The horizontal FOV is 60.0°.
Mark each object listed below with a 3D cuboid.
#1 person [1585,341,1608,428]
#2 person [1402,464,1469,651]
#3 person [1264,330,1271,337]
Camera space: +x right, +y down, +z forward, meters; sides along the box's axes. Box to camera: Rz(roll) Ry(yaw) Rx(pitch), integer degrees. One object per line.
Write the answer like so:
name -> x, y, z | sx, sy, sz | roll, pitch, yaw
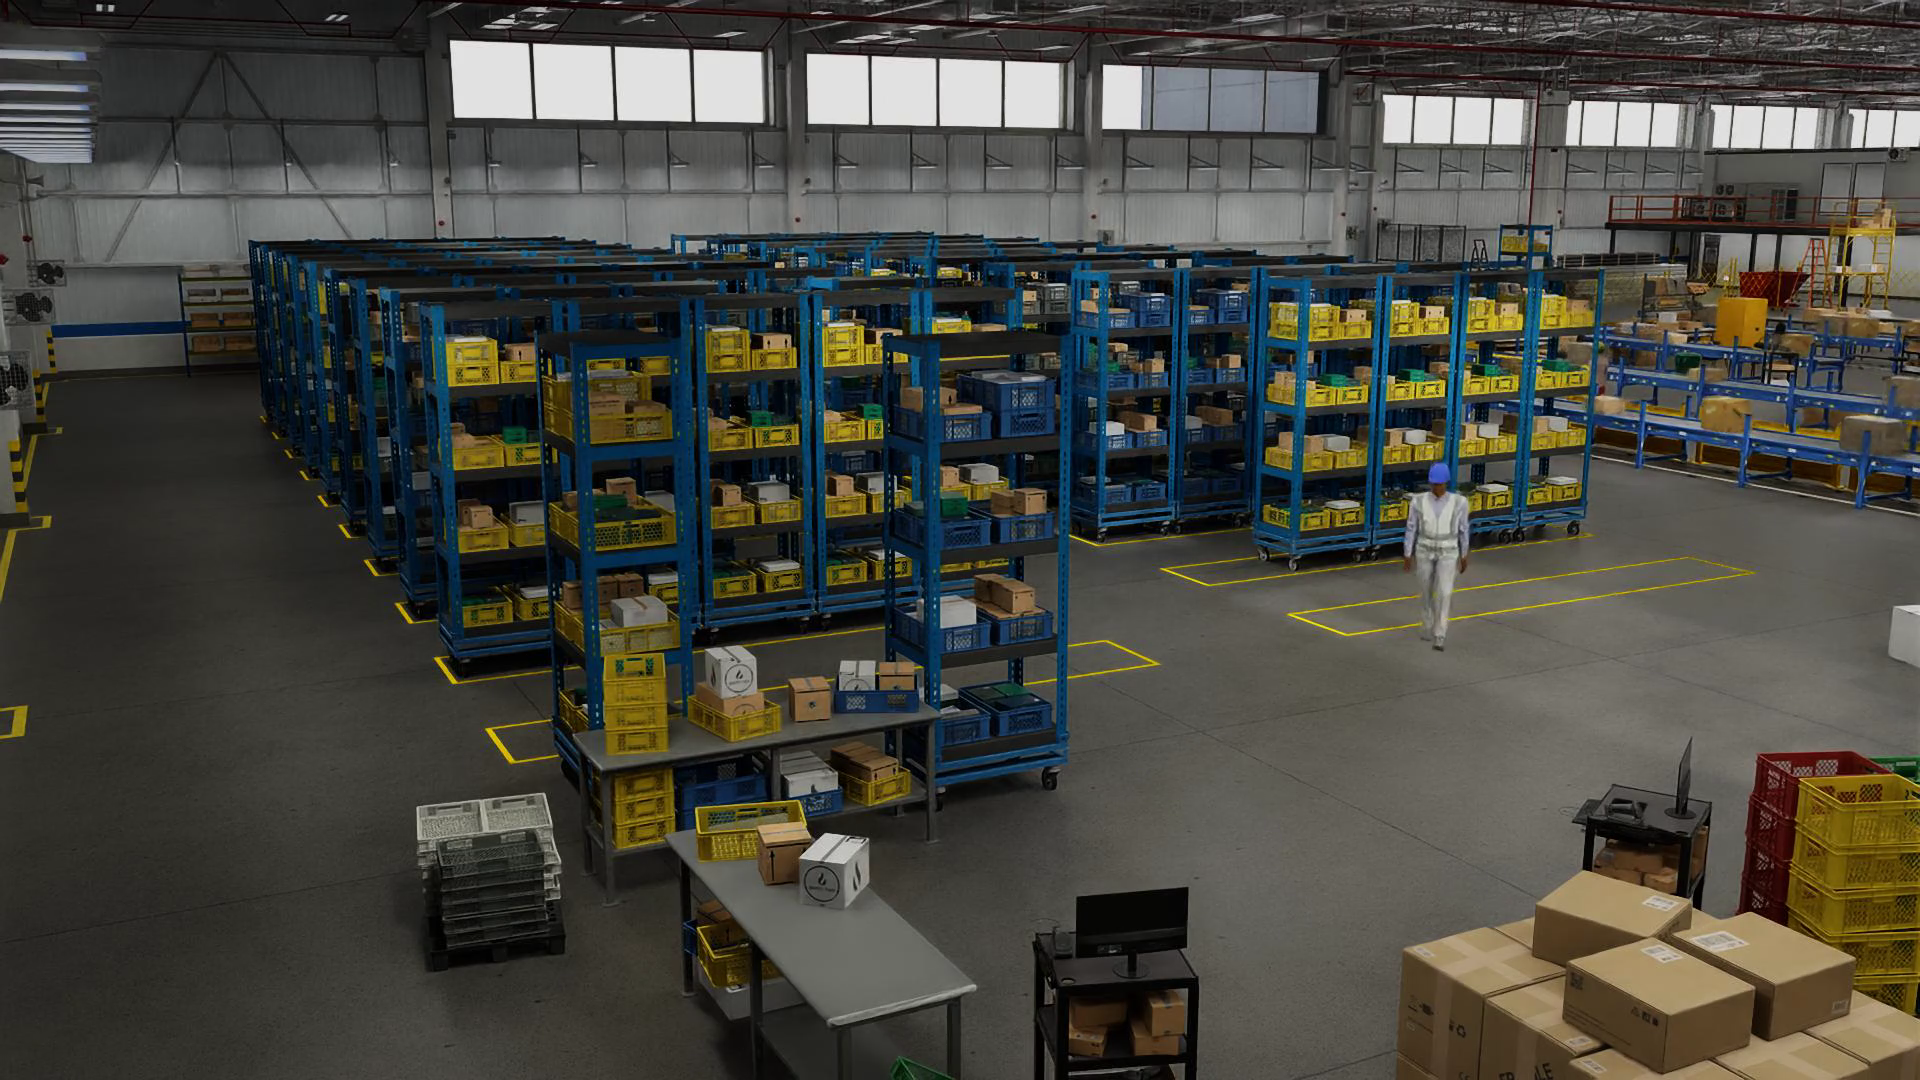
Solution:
person -> 12.141, -2.917, 31.780 | 0.530, 1.767, 0.328 | -8, 14, -31
person -> 4.845, 0.174, 16.992 | 0.641, 1.900, 0.952 | 5, 13, 21
person -> 7.840, -5.403, 43.081 | 0.652, 1.904, 0.403 | 7, 14, 29
